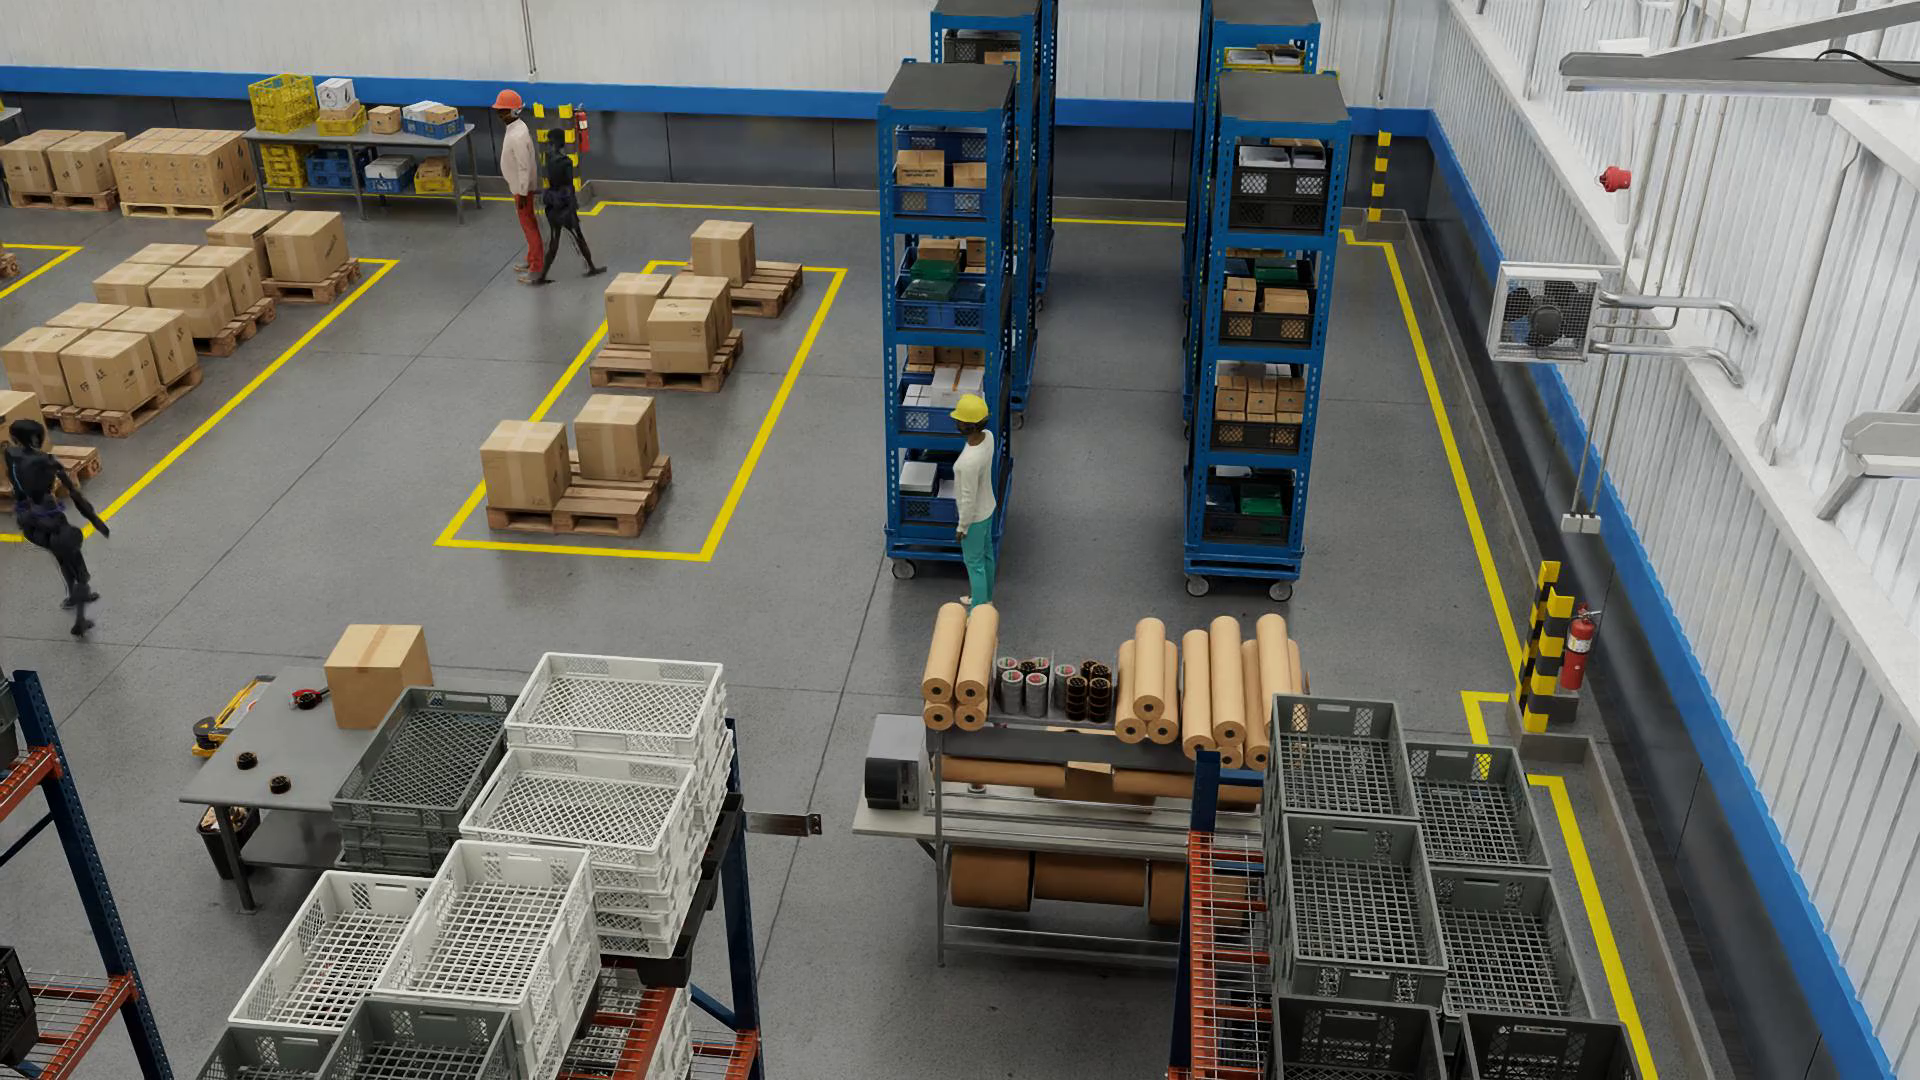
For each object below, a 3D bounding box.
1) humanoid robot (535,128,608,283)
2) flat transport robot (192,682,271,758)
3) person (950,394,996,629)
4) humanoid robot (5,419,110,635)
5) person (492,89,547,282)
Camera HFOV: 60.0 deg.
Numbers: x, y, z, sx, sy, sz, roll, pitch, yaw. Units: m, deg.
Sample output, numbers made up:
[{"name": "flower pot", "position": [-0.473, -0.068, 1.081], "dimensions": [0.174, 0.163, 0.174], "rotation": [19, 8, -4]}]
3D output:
[{"name": "humanoid robot", "position": [-4.158, -3.463, 17.293], "dimensions": [0.780, 1.638, 0.590], "rotation": [-26, 39, -37]}, {"name": "flat transport robot", "position": [-4.089, 1.163, 10.648], "dimensions": [1.431, 0.197, 0.652], "rotation": [3, 30, 6]}, {"name": "person", "position": [0.086, -0.181, 11.532], "dimensions": [0.309, 1.732, 0.521], "rotation": [8, 31, 14]}, {"name": "humanoid robot", "position": [-6.293, -0.127, 11.534], "dimensions": [0.588, 1.621, 0.518], "rotation": [11, 32, 19]}, {"name": "person", "position": [-4.567, -3.688, 17.289], "dimensions": [0.370, 1.996, 0.620], "rotation": [-9, 31, -14]}]
